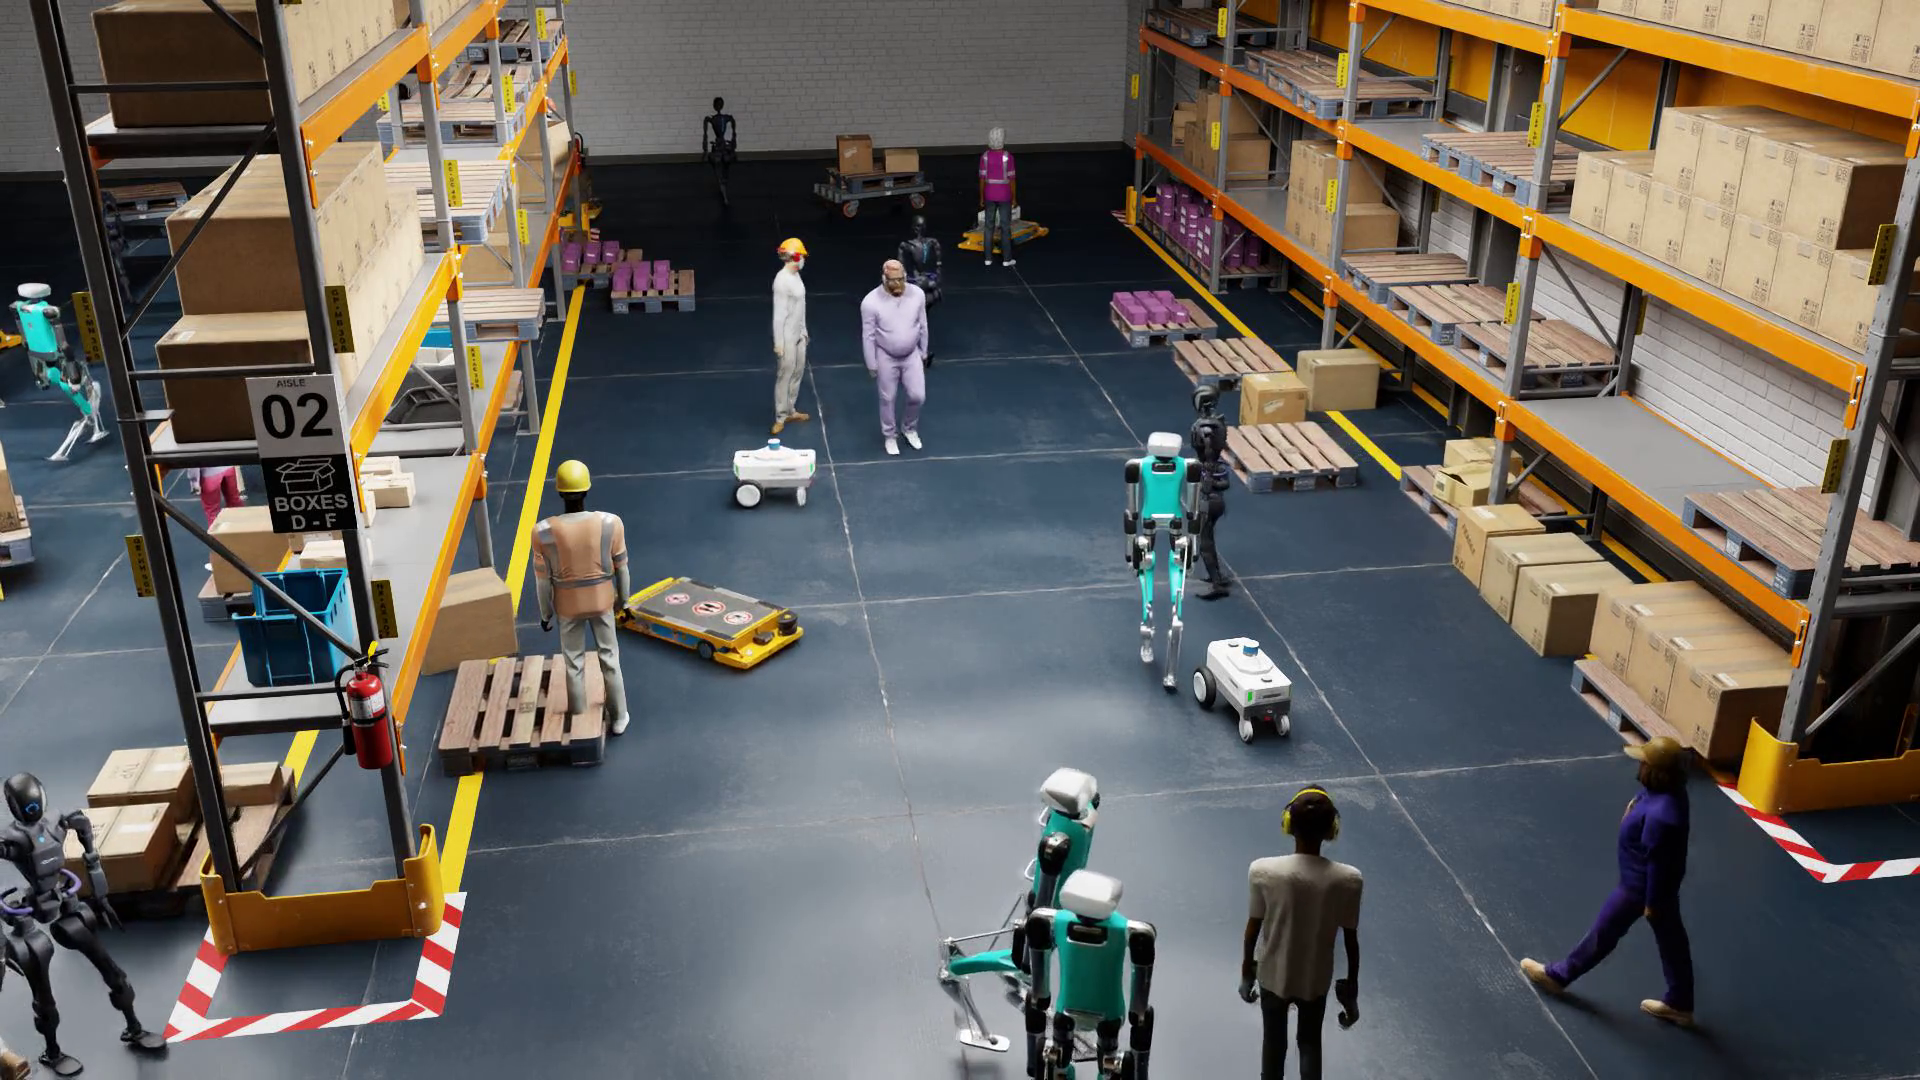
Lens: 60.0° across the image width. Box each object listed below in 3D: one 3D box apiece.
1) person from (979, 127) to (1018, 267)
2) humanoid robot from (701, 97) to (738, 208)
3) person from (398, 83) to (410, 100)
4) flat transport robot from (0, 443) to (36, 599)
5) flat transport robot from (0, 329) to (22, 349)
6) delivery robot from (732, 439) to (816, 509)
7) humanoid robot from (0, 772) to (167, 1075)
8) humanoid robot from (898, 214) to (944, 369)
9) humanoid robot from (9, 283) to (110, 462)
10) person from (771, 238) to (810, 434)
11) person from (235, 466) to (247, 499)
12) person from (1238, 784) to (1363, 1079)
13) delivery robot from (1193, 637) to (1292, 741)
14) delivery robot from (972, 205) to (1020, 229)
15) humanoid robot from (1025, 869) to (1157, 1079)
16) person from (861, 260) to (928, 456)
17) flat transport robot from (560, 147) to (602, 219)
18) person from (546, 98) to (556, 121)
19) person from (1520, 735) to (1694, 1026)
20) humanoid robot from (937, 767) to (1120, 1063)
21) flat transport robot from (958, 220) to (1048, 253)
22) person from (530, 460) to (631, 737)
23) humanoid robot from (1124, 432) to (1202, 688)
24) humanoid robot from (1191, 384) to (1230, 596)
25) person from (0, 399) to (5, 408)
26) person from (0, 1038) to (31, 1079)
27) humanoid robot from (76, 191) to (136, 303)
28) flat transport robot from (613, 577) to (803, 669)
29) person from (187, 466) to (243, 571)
[{"bbox_3d":[0.505,-4.548,22.076,0.513,1.848,0.323,6,24,14],"label":"person"},{"bbox_3d":[-3.720,-5.985,25.601,0.587,1.631,0.757,-14,27,-29],"label":"humanoid robot"},{"bbox_3d":[-8.545,-6.134,25.713,0.445,1.827,0.649,2,24,4],"label":"person"},{"bbox_3d":[-8.012,0.215,13.189,0.659,0.231,1.431,-14,27,-28],"label":"flat transport robot"},{"bbox_3d":[-11.206,-2.088,18.435,0.659,0.231,1.431,5,24,11],"label":"flat transport robot"},{"bbox_3d":[-1.656,-0.591,14.671,0.767,0.596,0.524,-1,24,-3],"label":"delivery robot"},{"bbox_3d":[-4.264,1.808,7.811,0.445,1.637,0.618,17,29,33],"label":"humanoid robot"},{"bbox_3d":[-0.408,-2.727,18.166,0.615,1.640,0.664,-14,27,-29],"label":"humanoid robot"},{"bbox_3d":[-8.290,-1.594,15.508,0.541,1.744,1.022,8,25,18],"label":"humanoid robot"},{"bbox_3d":[-1.686,-1.976,16.223,0.340,1.867,0.732,6,24,13],"label":"person"},{"bbox_3d":[-6.622,-1.256,14.747,0.930,1.700,0.560,20,31,38],"label":"person"},{"bbox_3d":[1.487,1.952,7.289,0.515,1.842,0.518,3,24,6],"label":"person"},{"bbox_3d":[1.924,0.956,11.160,0.499,0.607,0.808,-7,25,-15],"label":"delivery robot"},{"bbox_3d":[0.533,-4.551,23.700,0.525,0.602,0.774,15,28,30],"label":"delivery robot"},{"bbox_3d":[0.459,2.266,6.683,0.550,1.745,0.846,7,25,15],"label":"humanoid robot"},{"bbox_3d":[-0.585,-1.694,15.527,0.658,1.887,0.450,-8,25,-18],"label":"person"},{"bbox_3d":[-6.154,-4.976,25.015,1.431,0.231,0.659,-1,24,-2],"label":"flat transport robot"},{"bbox_3d":[-6.167,-5.738,24.931,0.582,1.733,0.365,7,25,16],"label":"person"},{"bbox_3d":[3.355,1.658,8.264,0.860,1.570,0.469,13,27,28],"label":"person"},{"bbox_3d":[0.267,1.791,7.756,1.028,1.711,0.536,10,25,21],"label":"humanoid robot"},{"bbox_3d":[0.622,-4.300,23.475,0.659,0.231,1.431,14,27,29],"label":"flat transport robot"},{"bbox_3d":[-2.418,0.401,10.704,0.592,1.925,0.364,-8,25,-18],"label":"person"},{"bbox_3d":[1.389,0.197,11.429,0.548,1.780,0.877,1,24,3],"label":"humanoid robot"},{"bbox_3d":[1.940,-0.402,12.851,0.381,1.629,0.610,4,24,8],"label":"humanoid robot"},{"bbox_3d":[-10.046,-2.227,16.679,0.487,1.942,0.436,-15,28,-30],"label":"person"},{"bbox_3d":[-4.769,1.885,7.453,0.636,1.824,0.644,6,24,14],"label":"person"},{"bbox_3d":[-10.542,-3.714,20.452,0.796,1.624,0.597,19,30,37],"label":"humanoid robot"},{"bbox_3d":[-1.927,0.587,12.341,1.431,0.231,0.659,15,28,30],"label":"flat transport robot"},{"bbox_3d":[-5.933,-0.536,13.212,0.280,1.628,0.501,8,25,17],"label":"person"}]
